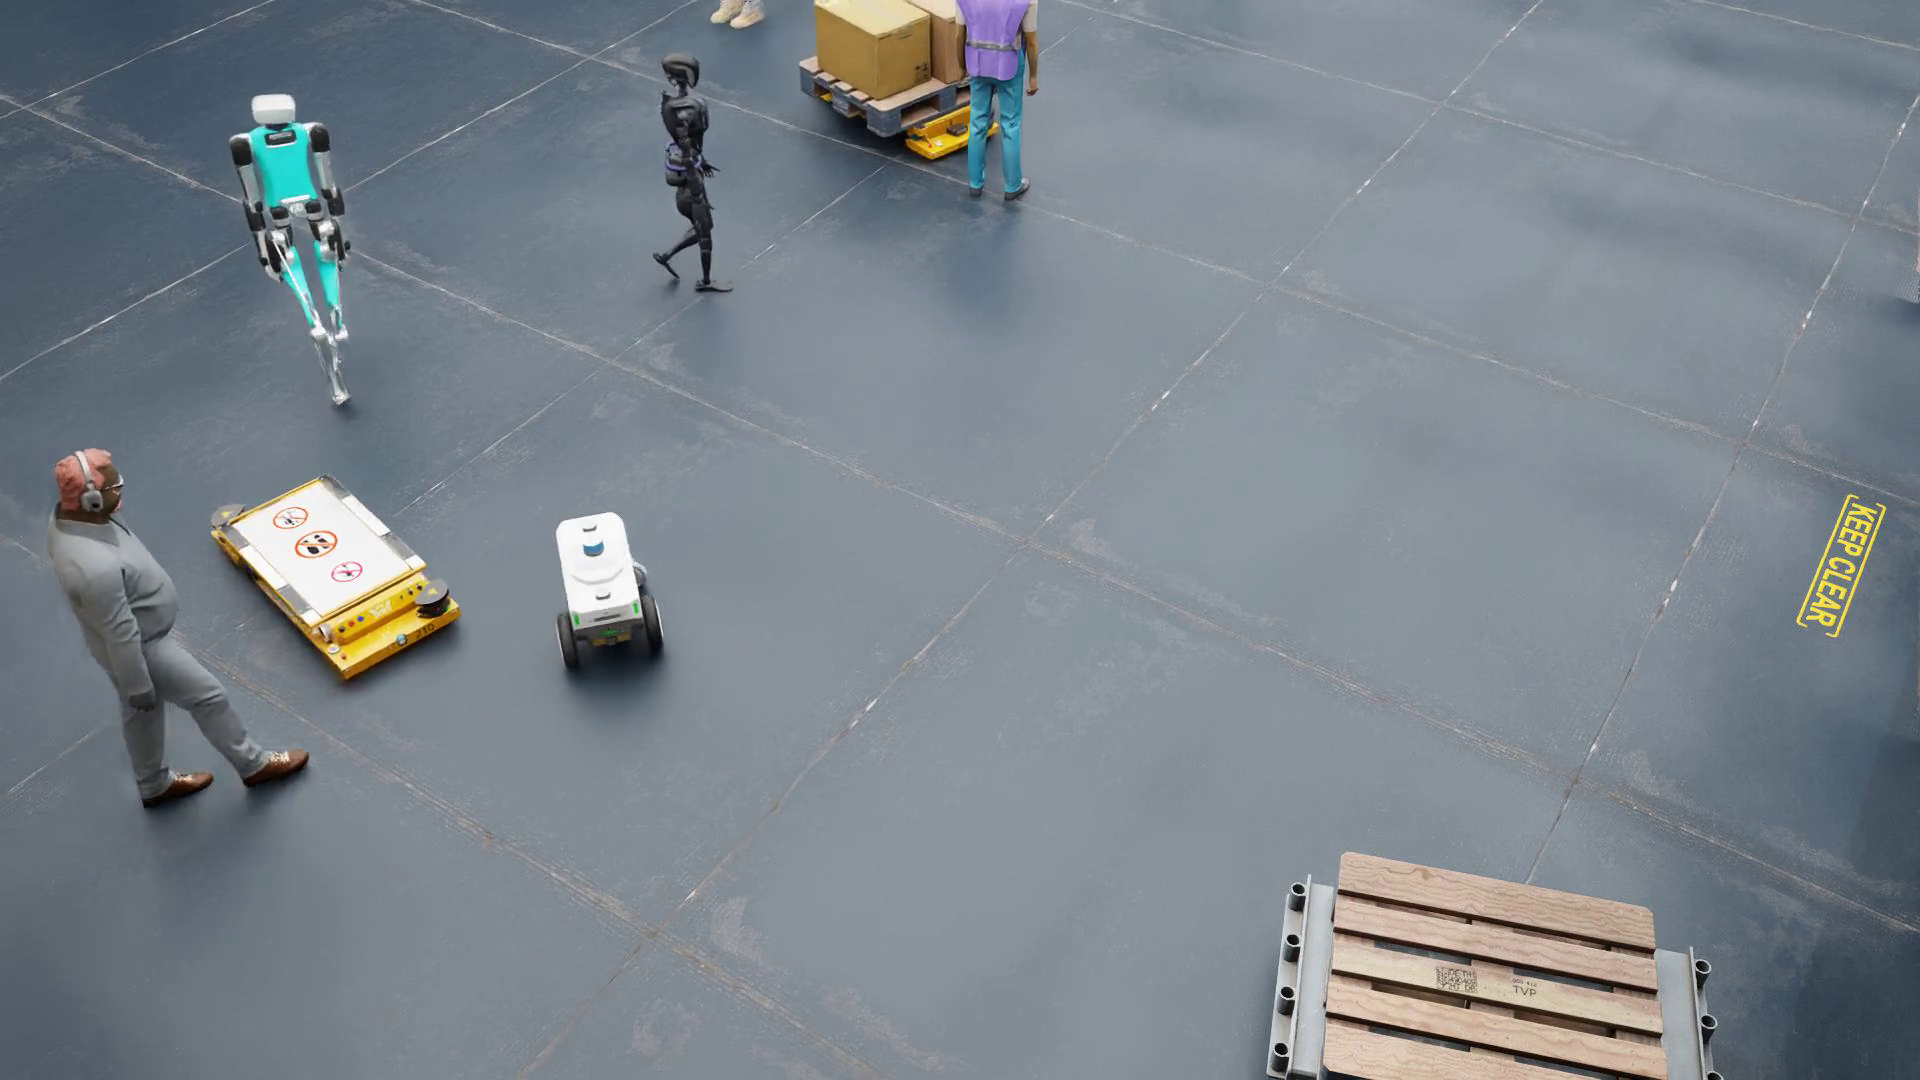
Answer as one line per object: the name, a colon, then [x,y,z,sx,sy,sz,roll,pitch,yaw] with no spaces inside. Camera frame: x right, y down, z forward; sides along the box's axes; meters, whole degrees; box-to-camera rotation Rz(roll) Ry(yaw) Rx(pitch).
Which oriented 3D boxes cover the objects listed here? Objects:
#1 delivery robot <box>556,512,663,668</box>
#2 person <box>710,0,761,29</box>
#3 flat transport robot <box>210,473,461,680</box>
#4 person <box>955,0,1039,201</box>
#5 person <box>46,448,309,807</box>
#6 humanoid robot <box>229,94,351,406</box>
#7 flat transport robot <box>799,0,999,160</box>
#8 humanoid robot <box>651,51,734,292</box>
delivery robot: [-1.790,0.233,8.304,0.503,0.594,0.765,-11,43,-12]
person: [-1.839,-4.917,13.091,0.458,1.848,0.520,32,51,31]
flat transport robot: [-3.263,0.139,8.624,0.659,0.231,1.431,-33,51,-31]
person: [0.242,-3.125,11.094,0.568,1.842,0.385,10,43,11]
person: [-3.419,0.381,7.151,0.852,1.868,0.660,-25,47,-25]
humanoid robot: [-3.671,-1.527,9.416,0.569,1.766,0.951,-14,44,-16]
flat transport robot: [-0.422,-3.278,12.448,0.659,0.231,1.431,-30,50,-30]
humanoid robot: [-1.726,-2.232,10.223,0.516,1.640,0.589,-5,42,-6]
